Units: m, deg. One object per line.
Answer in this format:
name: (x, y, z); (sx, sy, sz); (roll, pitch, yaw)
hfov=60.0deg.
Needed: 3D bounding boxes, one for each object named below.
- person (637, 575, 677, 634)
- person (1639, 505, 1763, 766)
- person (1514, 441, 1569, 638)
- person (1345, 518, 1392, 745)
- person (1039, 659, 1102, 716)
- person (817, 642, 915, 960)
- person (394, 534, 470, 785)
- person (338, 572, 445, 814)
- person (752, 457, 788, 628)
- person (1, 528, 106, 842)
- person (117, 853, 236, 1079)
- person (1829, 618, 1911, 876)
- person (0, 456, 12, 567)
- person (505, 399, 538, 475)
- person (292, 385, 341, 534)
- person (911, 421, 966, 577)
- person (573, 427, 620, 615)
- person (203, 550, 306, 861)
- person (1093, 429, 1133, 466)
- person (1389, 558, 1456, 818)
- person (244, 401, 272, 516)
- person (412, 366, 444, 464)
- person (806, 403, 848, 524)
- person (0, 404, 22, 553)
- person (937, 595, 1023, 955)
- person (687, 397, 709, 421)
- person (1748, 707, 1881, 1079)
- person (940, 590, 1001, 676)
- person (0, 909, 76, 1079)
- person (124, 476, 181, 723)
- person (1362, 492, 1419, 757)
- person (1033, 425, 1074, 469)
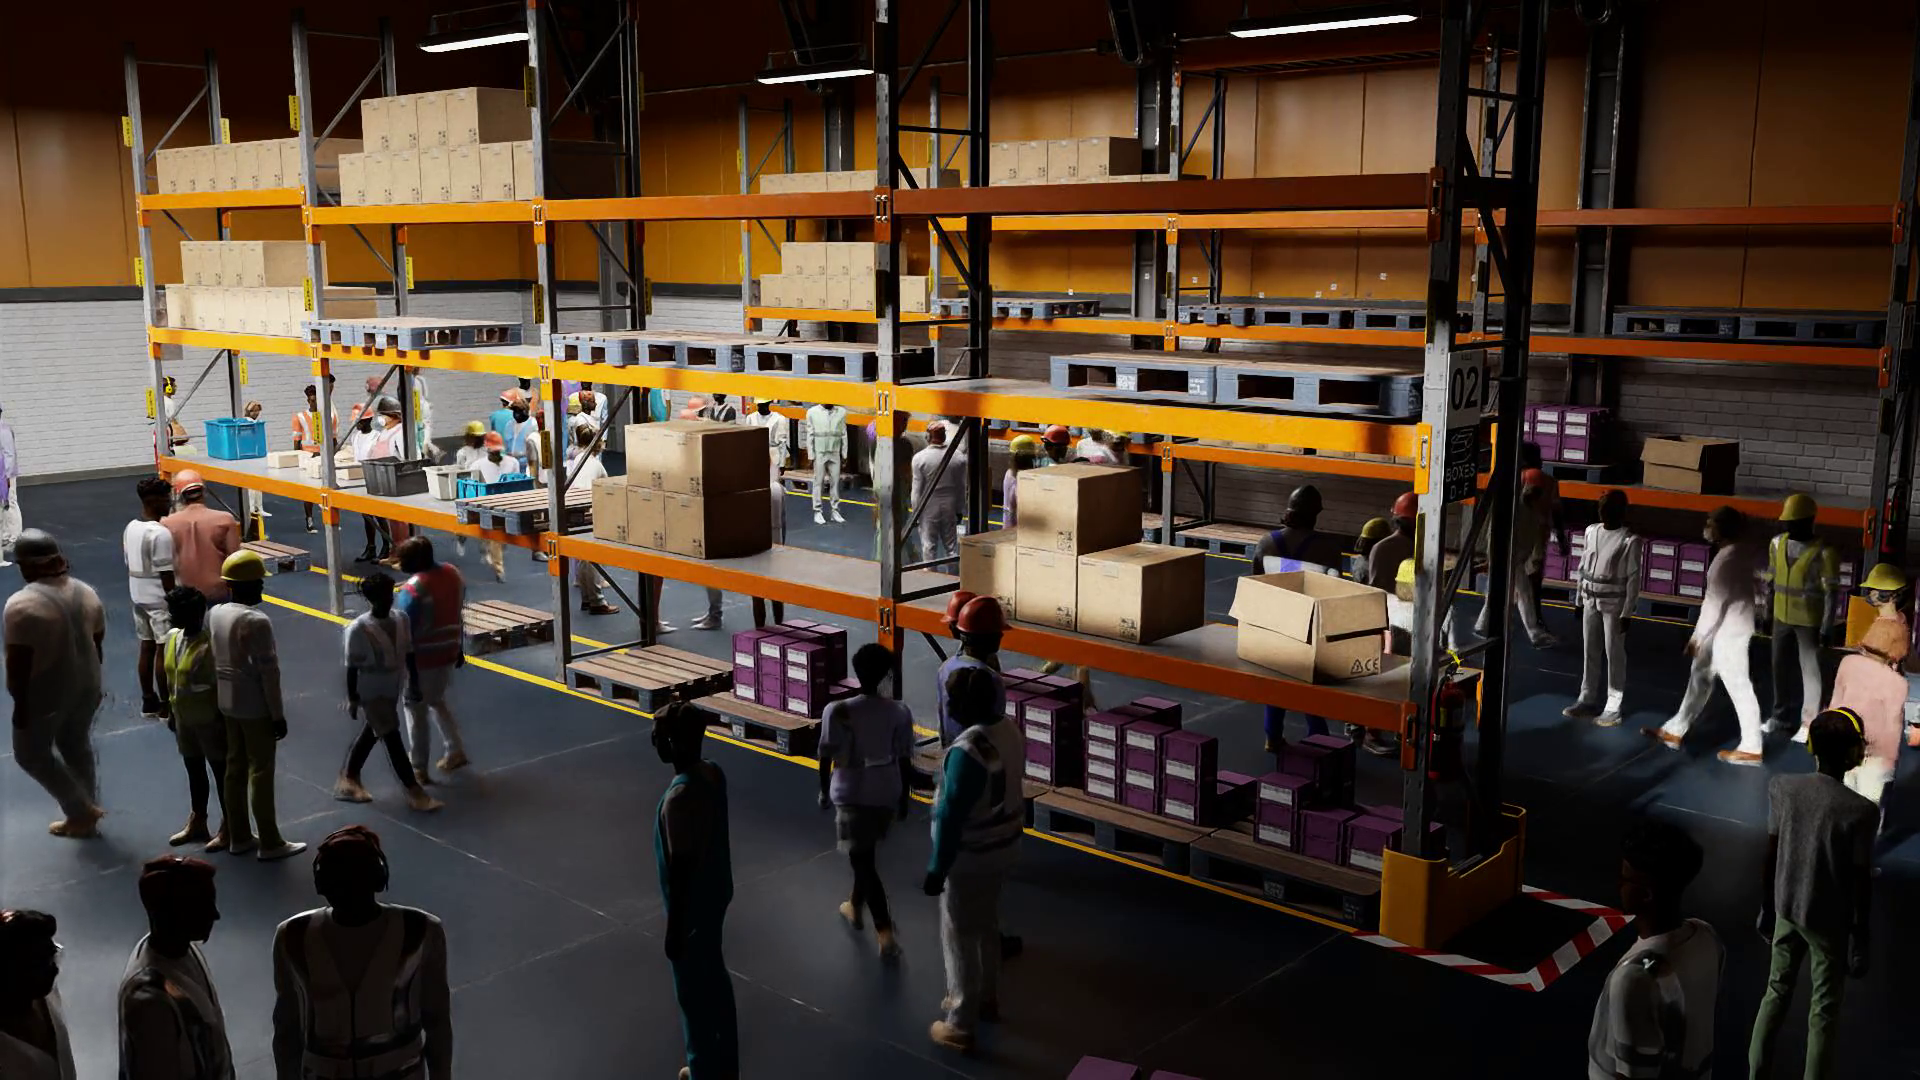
person: (-3.013, -0.026, 16.220); (0.402, 1.909, 0.599); (-6, 12, -31)
person: (5.472, 0.687, 12.186); (0.961, 1.895, 0.631); (5, 11, 27)
person: (5.513, -0.030, 16.227); (0.654, 1.921, 0.921); (-5, 11, -27)
person: (3.123, 0.694, 12.644); (0.316, 1.737, 0.484); (0, 10, 0)
person: (0.880, 0.610, 13.475); (0.777, 1.605, 0.499); (7, 12, 33)
person: (-0.472, 1.385, 8.944); (0.527, 1.657, 0.848); (-5, 11, -26)
person: (-3.732, 0.834, 11.657); (0.455, 1.804, 0.656); (5, 11, 26)
person: (-3.875, 1.007, 11.127); (0.862, 1.641, 0.545); (4, 11, 20)
person: (-1.855, 0.087, 15.543); (0.401, 1.926, 0.547); (8, 13, 37)
person: (-5.697, 0.923, 10.474); (0.611, 2.000, 0.714); (2, 10, 14)
person: (-2.498, 1.909, 5.362); (0.360, 1.878, 0.590); (-3, 11, -18)
person: (5.276, 1.245, 9.849); (0.538, 1.608, 0.548); (-3, 10, -14)
person: (-11.424, -0.477, 19.547); (0.526, 1.631, 0.323); (2, 10, 9)
person: (-5.605, -0.905, 21.411); (0.629, 1.837, 0.430); (5, 11, 26)
person: (-8.492, -1.076, 21.986); (0.613, 1.965, 0.361); (-10, 14, -43)
person: (-0.257, -0.325, 17.910); (0.652, 1.906, 0.403); (-6, 11, -29)
person: (-3.771, -0.201, 17.117); (0.372, 1.940, 0.632); (-6, 11, -29)
person: (-4.375, 1.016, 10.262); (0.584, 1.928, 0.373); (6, 12, 29)
person: (1.796, -0.433, 18.840); (0.784, 1.783, 0.647); (9, 13, 40)
person: (3.077, 0.976, 11.073); (0.505, 1.709, 0.498); (-4, 11, -24)
person: (-9.787, -1.104, 23.073); (0.310, 1.636, 0.523); (0, 10, 2)
person: (-9.154, -2.145, 28.312); (0.550, 1.872, 0.588); (-1, 10, -8)
person: (-1.817, -1.182, 22.745); (0.590, 1.912, 0.391); (-5, 11, -26)
person: (-11.880, -0.814, 20.587); (0.604, 1.937, 0.402); (10, 14, 44)
person: (0.099, 1.250, 8.911); (0.376, 1.939, 0.547); (-6, 12, -31)
person: (-3.564, -1.069, 22.576); (0.413, 1.735, 0.590); (2, 10, 11)
person: (3.627, 1.620, 7.063); (0.328, 1.861, 0.507); (-6, 12, -29)
person: (0.057, 1.160, 9.977); (0.353, 1.744, 0.567); (-3, 10, -14)
person: (-2.865, 1.991, 5.038); (0.397, 1.836, 0.565); (-2, 10, -9)
person: (-6.396, 0.470, 13.248); (0.609, 1.963, 0.368); (8, 13, 39)
person: (3.293, 0.620, 12.358); (0.617, 1.984, 0.408); (-5, 11, -27)
person: (0.926, -0.133, 16.469); (0.406, 2.036, 0.606); (-3, 11, -18)
